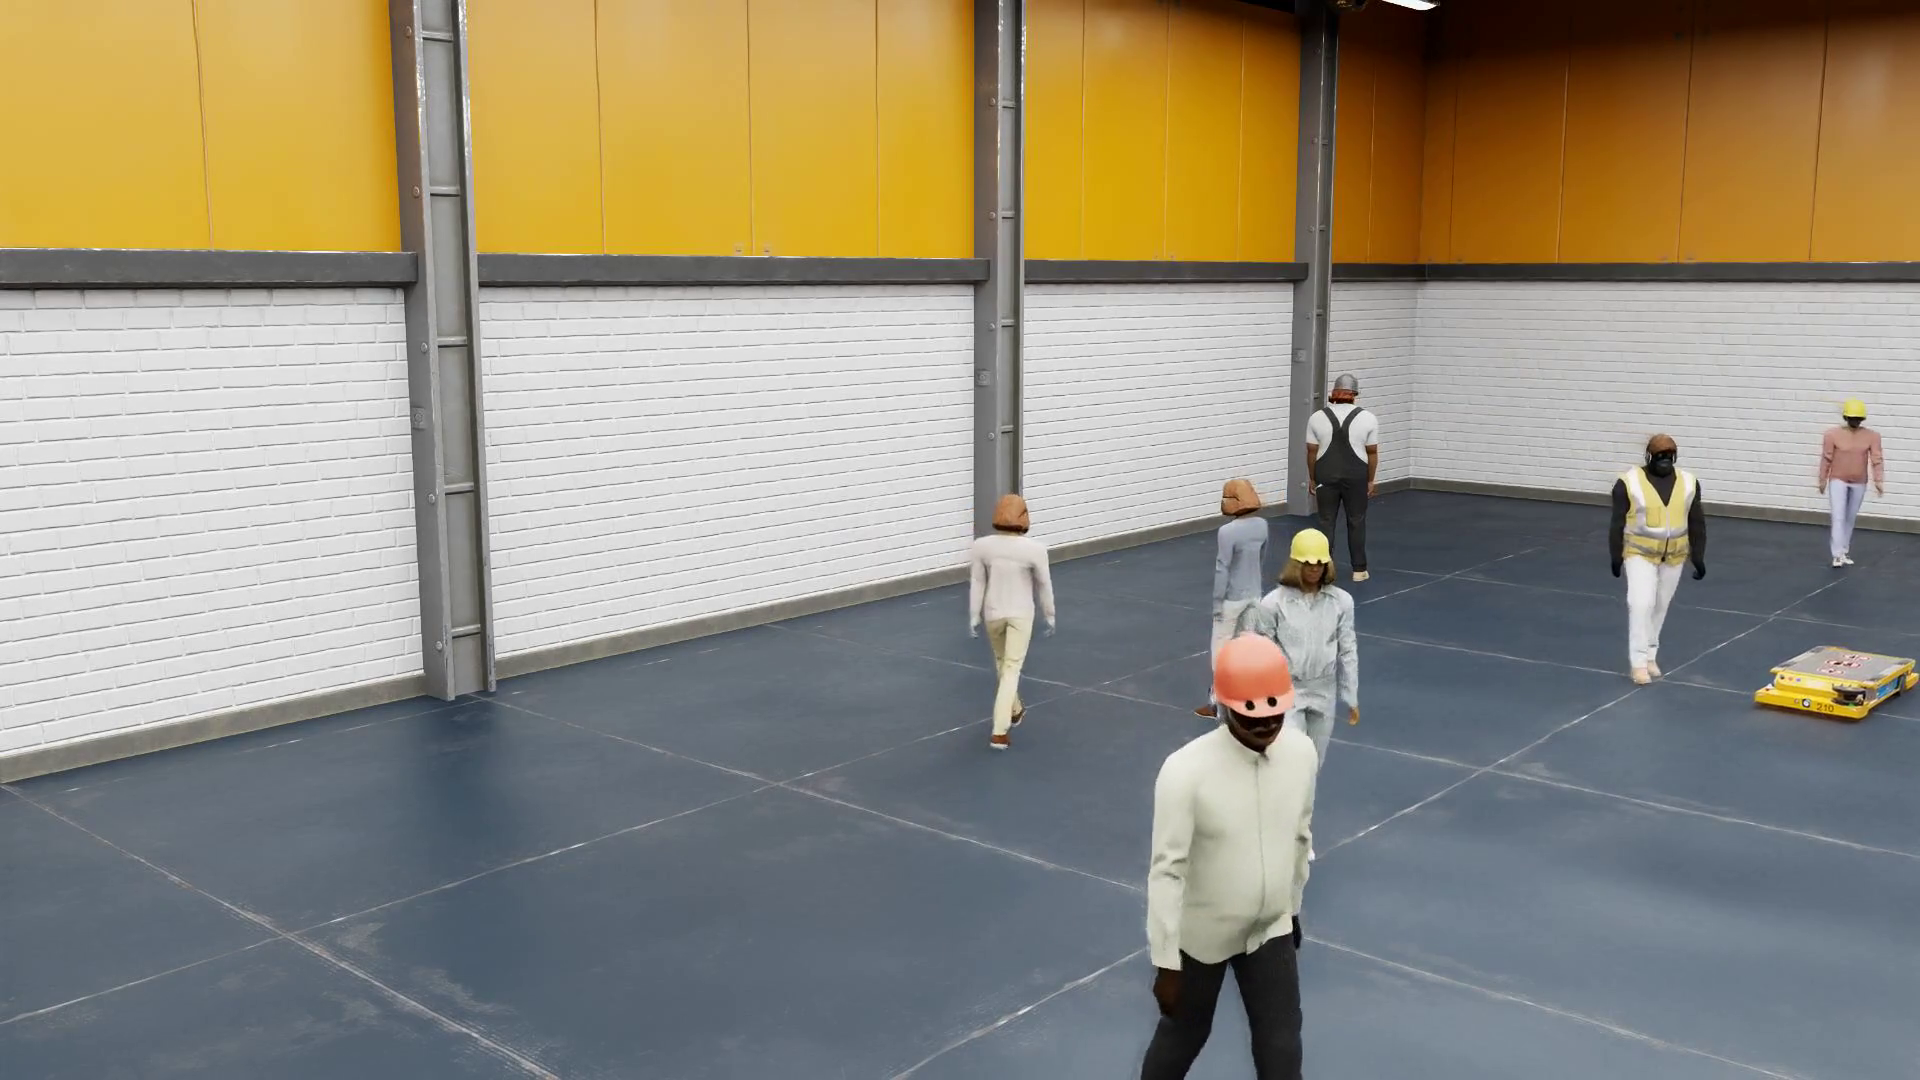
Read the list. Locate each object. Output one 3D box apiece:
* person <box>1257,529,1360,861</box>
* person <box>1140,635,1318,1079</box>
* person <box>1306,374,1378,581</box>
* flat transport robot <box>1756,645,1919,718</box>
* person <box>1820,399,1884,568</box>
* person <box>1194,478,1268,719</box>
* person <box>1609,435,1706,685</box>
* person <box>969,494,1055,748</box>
[{"bbox_3d":[1.753,0.803,8.319,0.492,1.723,0.613,-2,9,-11],"label":"person"},{"bbox_3d":[0.857,1.207,5.158,0.687,1.917,1.049,-4,10,-25],"label":"person"},{"bbox_3d":[3.736,-0.622,16.266,0.683,2.000,0.536,3,10,19],"label":"person"},{"bbox_3d":[6.213,0.981,11.737,0.652,0.197,1.431,9,12,43],"label":"flat transport robot"},{"bbox_3d":[9.055,-0.567,16.882,0.547,1.714,0.830,2,9,15],"label":"person"},{"bbox_3d":[1.852,0.394,11.188,0.516,1.632,0.345,-8,12,-40],"label":"person"},{"bbox_3d":[5.123,0.153,12.134,0.627,1.814,0.790,0,9,0],"label":"person"},{"bbox_3d":[0.337,0.494,10.670,0.522,1.579,0.872,3,10,19],"label":"person"}]
